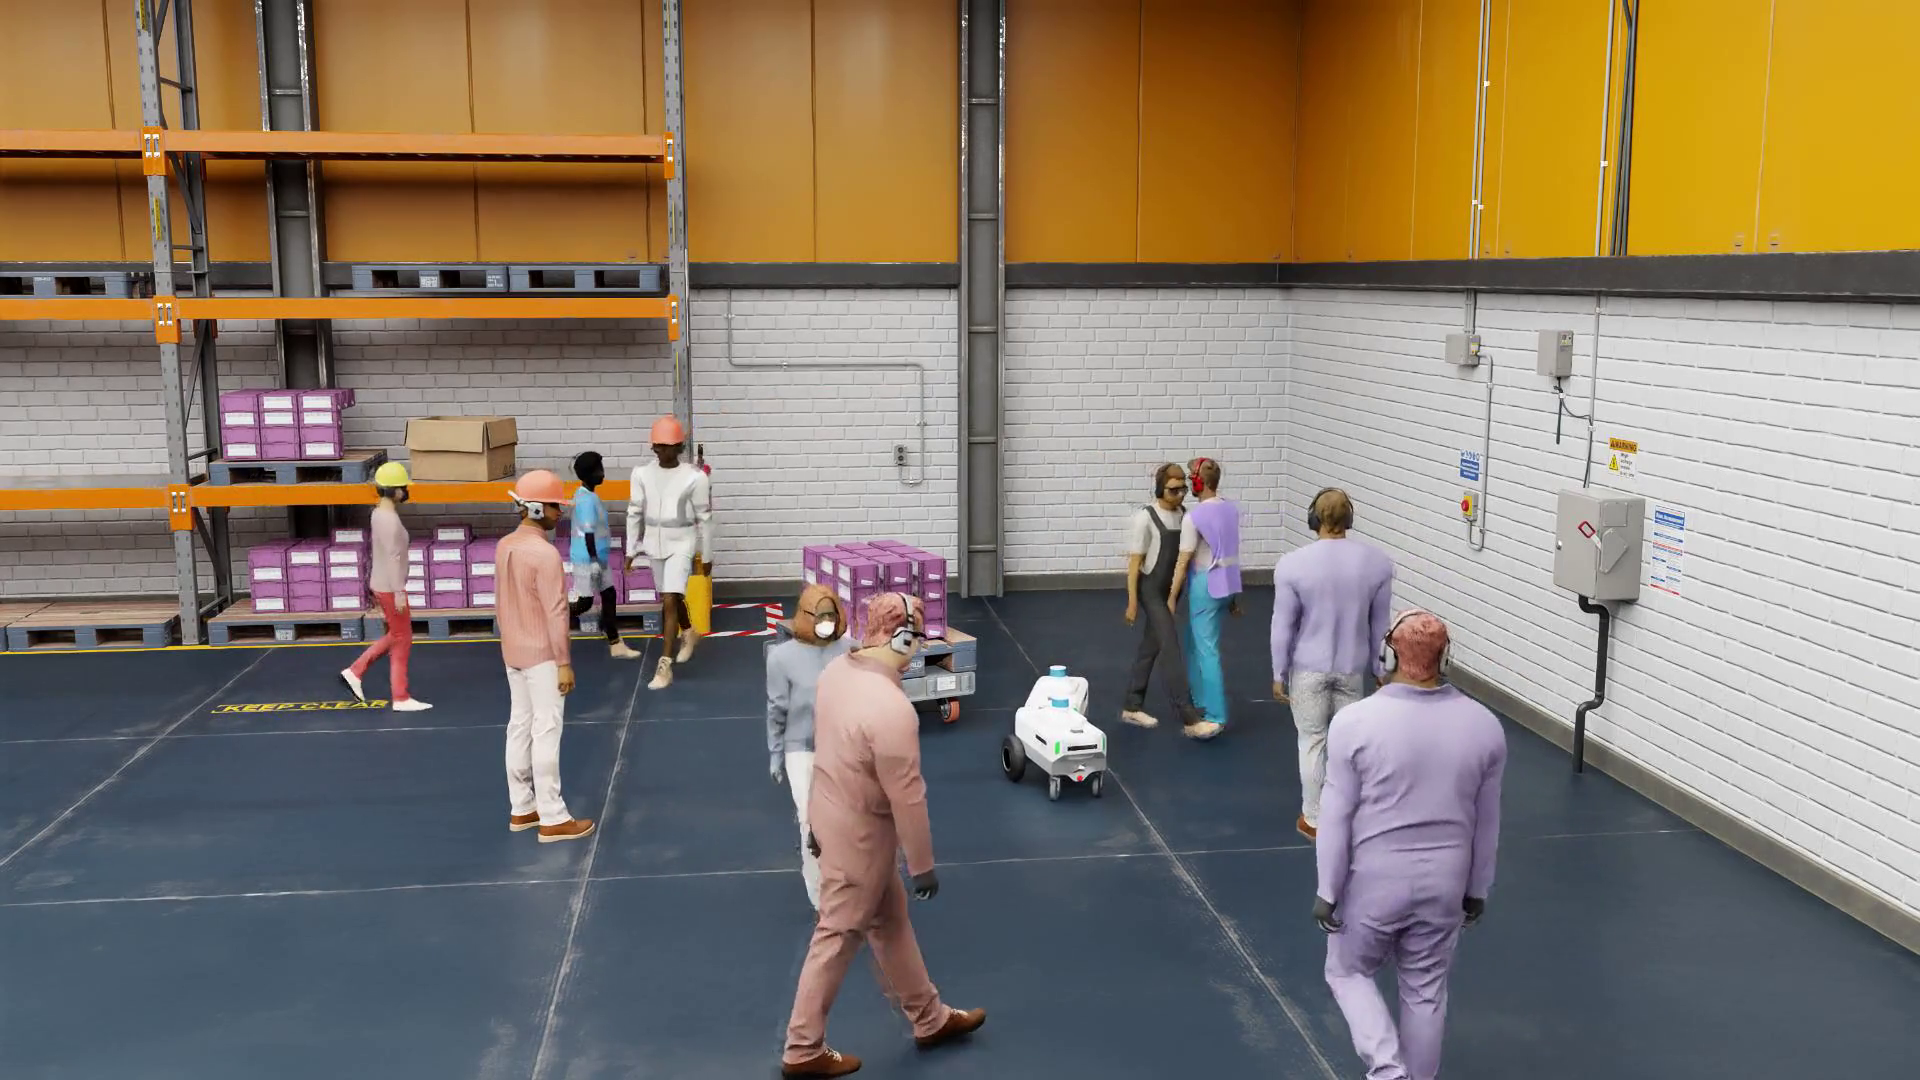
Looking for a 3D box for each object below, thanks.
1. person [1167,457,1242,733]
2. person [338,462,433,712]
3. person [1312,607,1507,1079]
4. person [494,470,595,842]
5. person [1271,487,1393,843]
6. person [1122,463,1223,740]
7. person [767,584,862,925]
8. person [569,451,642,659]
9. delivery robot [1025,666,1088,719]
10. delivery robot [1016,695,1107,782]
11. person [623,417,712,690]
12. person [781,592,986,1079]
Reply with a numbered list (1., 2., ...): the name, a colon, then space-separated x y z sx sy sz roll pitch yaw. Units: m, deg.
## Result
1. person: 1.561 0.362 11.052 0.641 1.824 0.569 7 11 36
2. person: -3.976 0.335 11.450 0.505 1.755 0.531 -4 10 -24
3. person: 1.541 1.179 5.718 0.662 1.893 0.488 -2 9 -10
4. person: -2.256 0.616 8.936 0.392 1.988 0.609 -8 12 -42
5. person: 1.942 0.685 8.703 0.648 1.926 0.560 -1 9 -8
6. person: 1.408 0.399 10.870 0.912 1.795 0.495 8 12 42
7. person: -0.673 0.979 7.858 0.508 1.607 0.715 -4 10 -21
8. person: -2.929 0.134 12.933 0.773 1.673 0.533 -1 9 -4
9. delivery robot: 0.615 1.037 10.482 0.477 0.478 0.707 2 9 9
10. delivery robot: 0.587 1.154 9.751 0.477 0.478 0.707 -3 10 -18
11. person: -2.152 0.059 12.553 0.617 2.003 1.110 3 10 17
12. person: -0.273 1.112 6.260 0.927 1.848 0.661 -3 10 -20
